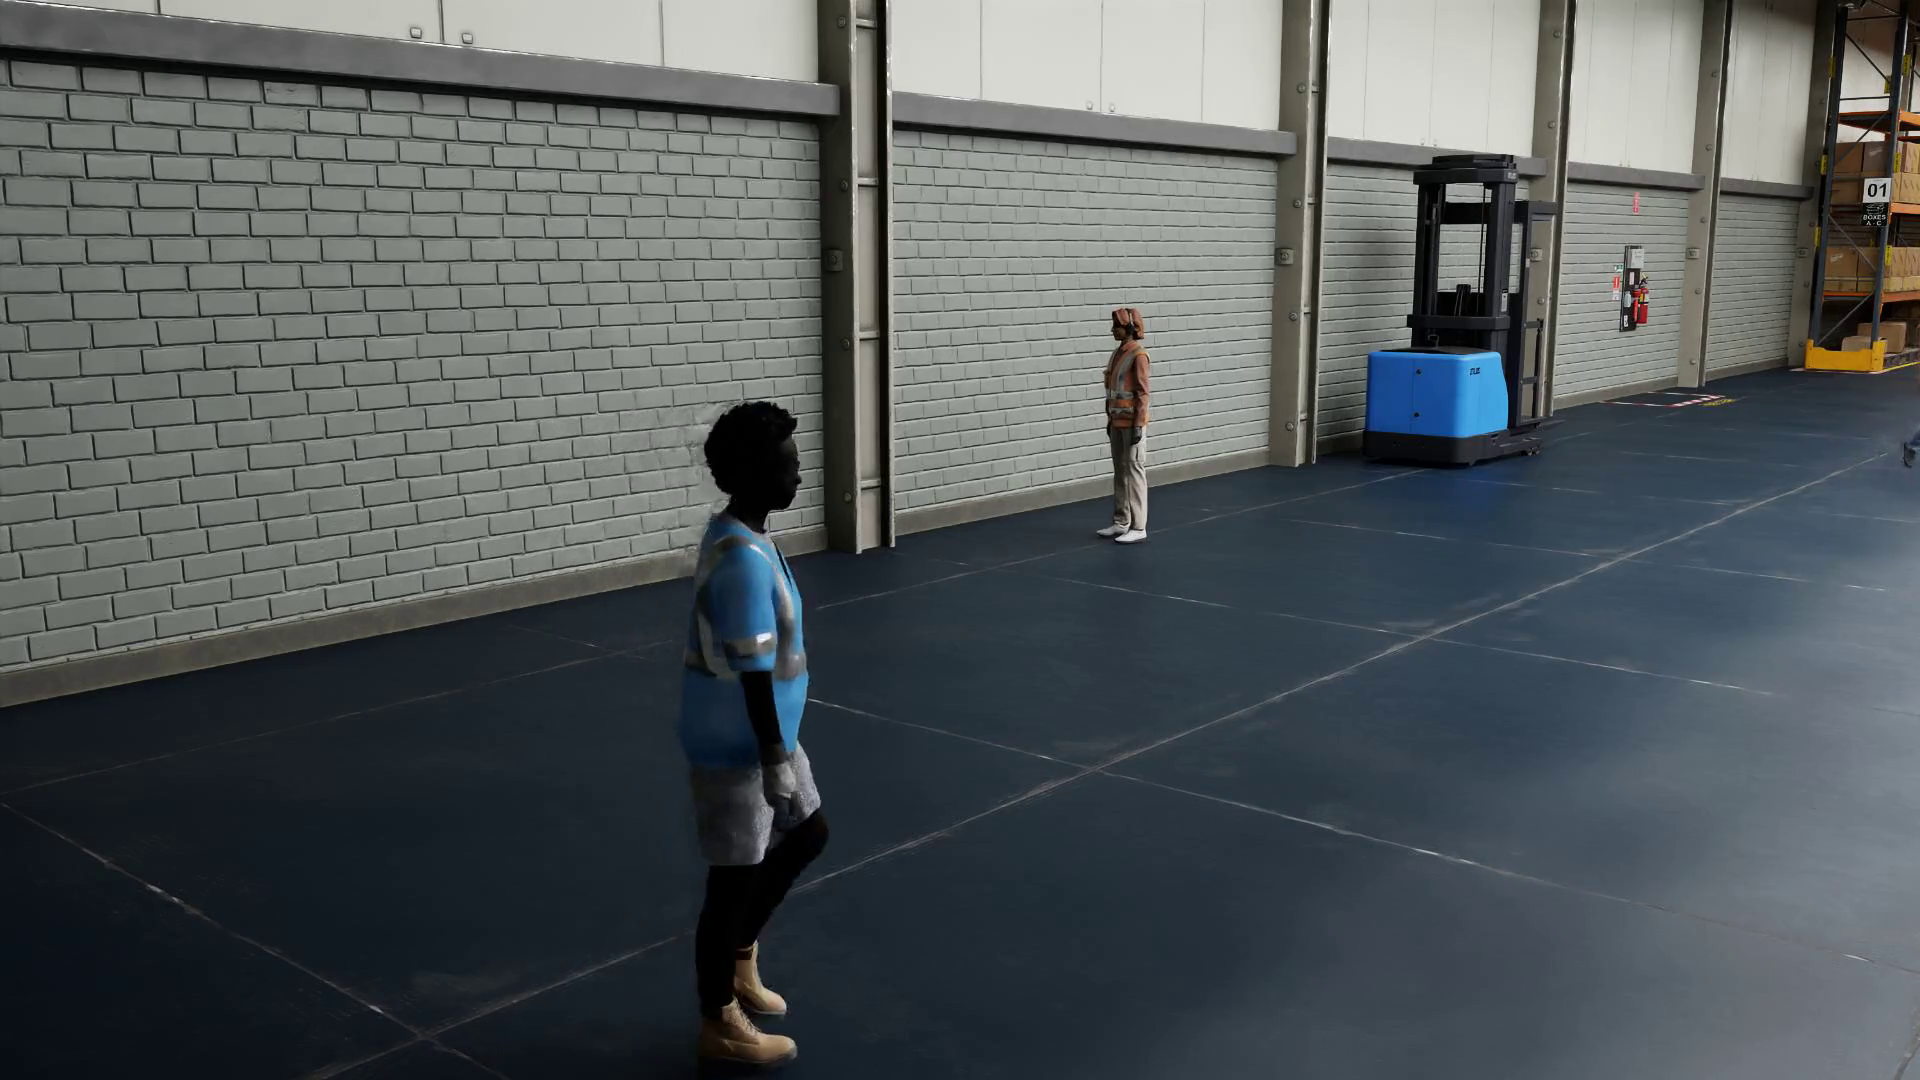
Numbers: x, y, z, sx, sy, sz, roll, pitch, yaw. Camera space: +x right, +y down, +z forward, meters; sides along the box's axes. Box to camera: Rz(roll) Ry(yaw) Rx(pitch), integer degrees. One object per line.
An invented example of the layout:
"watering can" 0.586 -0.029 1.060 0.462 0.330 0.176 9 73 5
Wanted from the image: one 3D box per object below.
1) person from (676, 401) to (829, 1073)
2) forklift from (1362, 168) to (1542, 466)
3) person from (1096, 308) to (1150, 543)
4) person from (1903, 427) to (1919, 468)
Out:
"person" -0.515 0.499 4.131 0.380 1.685 0.535 0 10 -2
"forklift" 4.875 -2.212 16.287 1.129 2.768 1.873 8 13 40
"person" 1.172 -0.808 11.703 0.305 1.639 0.522 -3 10 -18
"person" 8.816 -1.422 14.873 0.539 1.749 0.545 -1 10 -5
